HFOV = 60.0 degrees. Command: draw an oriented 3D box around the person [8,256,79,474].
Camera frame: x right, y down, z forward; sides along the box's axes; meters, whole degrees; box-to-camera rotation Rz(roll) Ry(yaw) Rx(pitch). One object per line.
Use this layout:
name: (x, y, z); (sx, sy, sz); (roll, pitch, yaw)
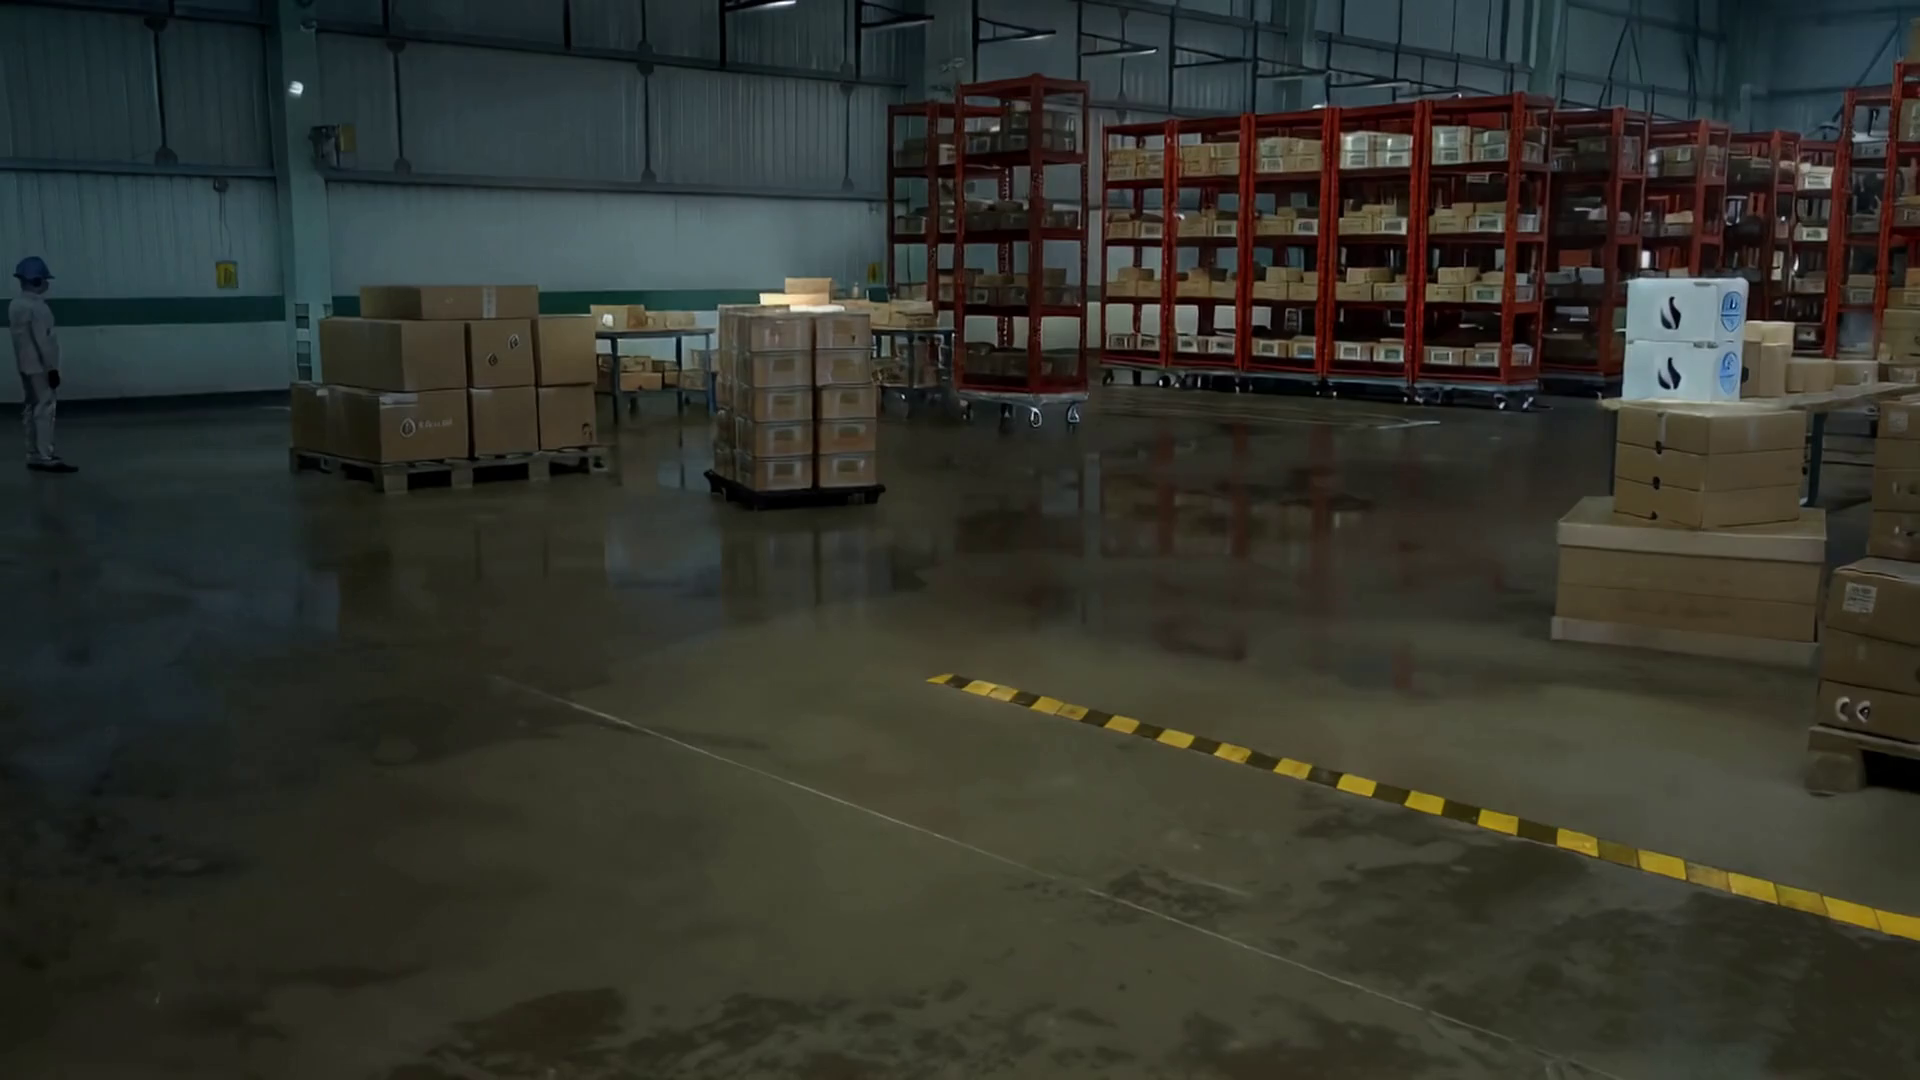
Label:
person: (-7.451, -1.411, 13.475); (0.560, 1.752, 0.325); (7, 12, 38)

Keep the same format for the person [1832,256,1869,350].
person: (14.225, -3.606, 26.479); (0.525, 1.823, 0.757); (-6, 11, -31)
